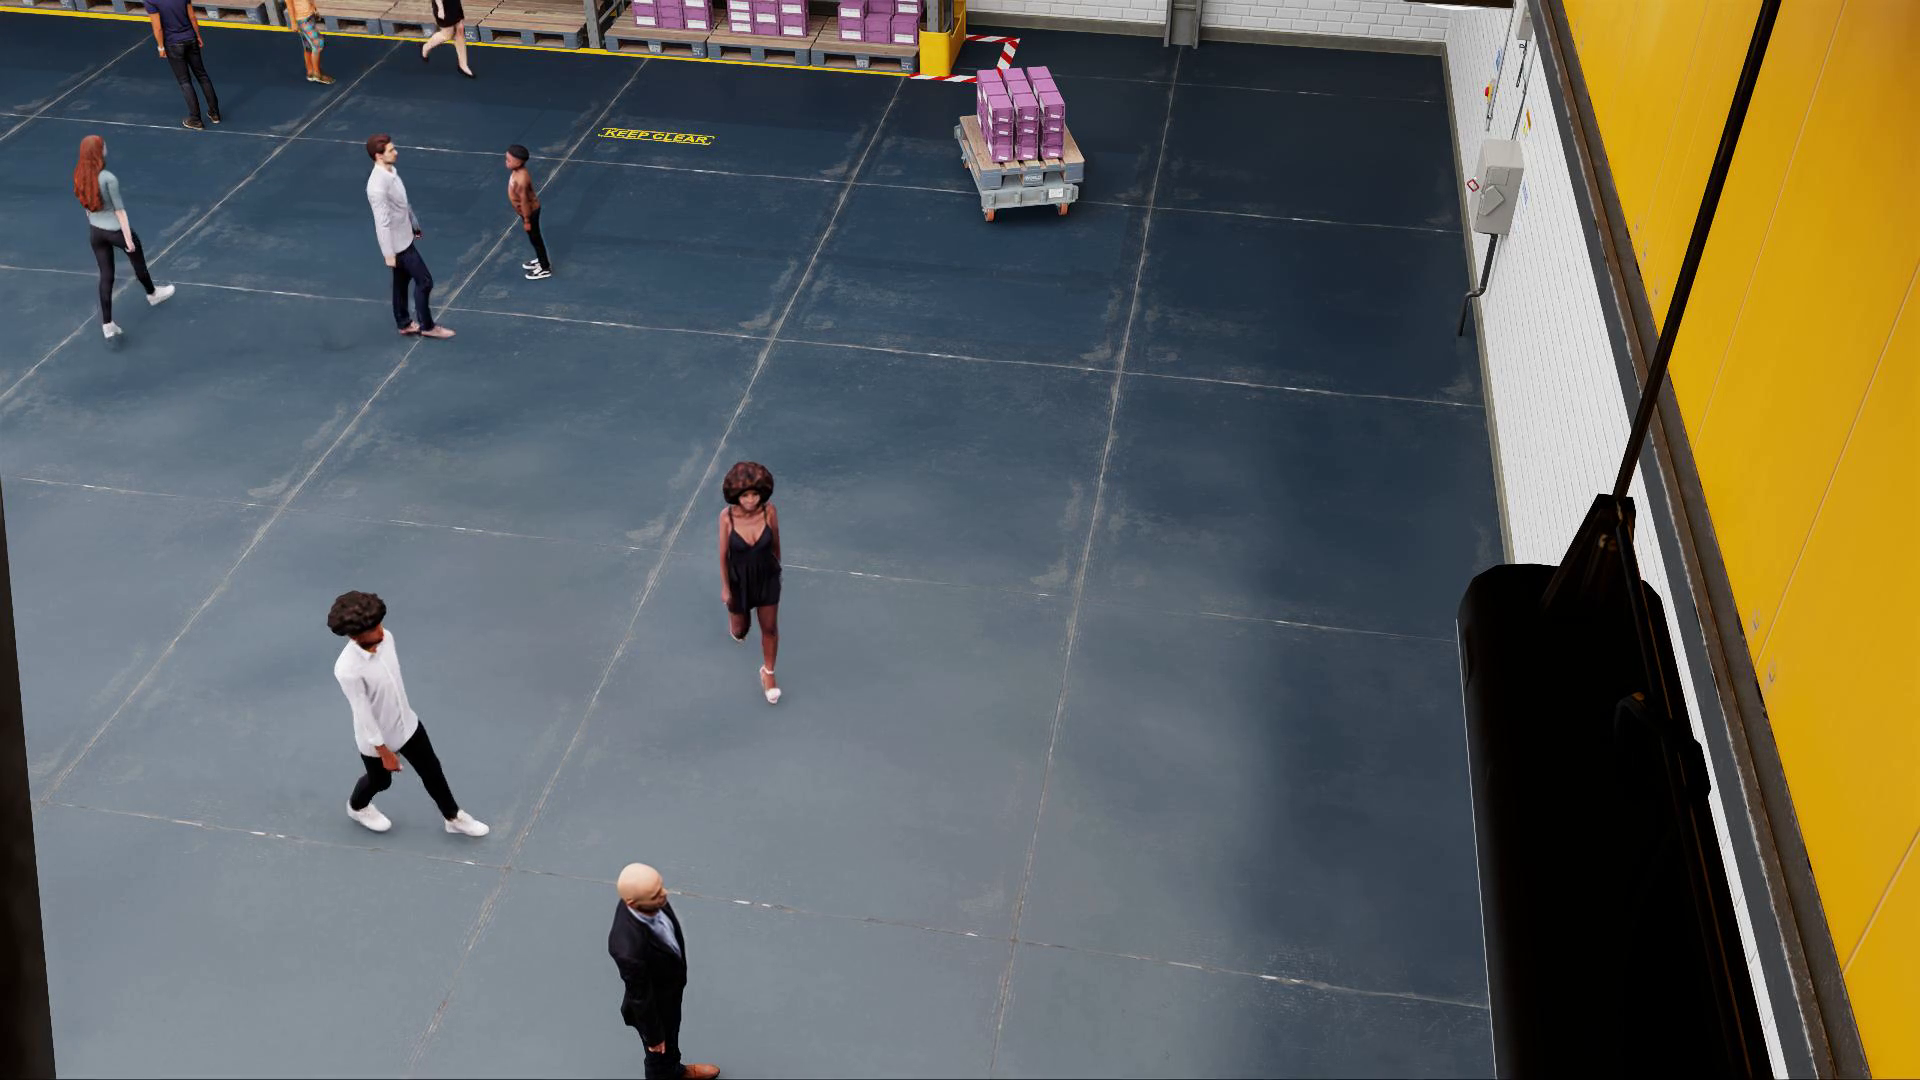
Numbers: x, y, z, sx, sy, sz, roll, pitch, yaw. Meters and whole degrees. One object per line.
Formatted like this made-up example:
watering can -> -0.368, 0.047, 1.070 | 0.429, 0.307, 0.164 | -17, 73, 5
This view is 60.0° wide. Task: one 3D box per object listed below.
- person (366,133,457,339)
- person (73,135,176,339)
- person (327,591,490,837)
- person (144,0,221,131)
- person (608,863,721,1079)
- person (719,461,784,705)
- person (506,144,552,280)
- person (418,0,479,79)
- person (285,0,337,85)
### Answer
person -> -4.761, -2.497, 13.816 | 0.859, 1.836, 0.823 | -5, 39, -6
person -> -7.147, -2.500, 13.932 | 1.140, 1.695, 0.833 | 9, 40, 11
person -> -3.327, 1.049, 9.426 | 1.142, 1.774, 0.767 | 12, 40, 15
person -> -8.039, -5.135, 17.153 | 0.699, 1.793, 0.717 | 26, 45, 29
person -> -1.460, 2.174, 7.996 | 0.620, 1.800, 0.703 | 2, 39, 2
person -> -1.329, 0.222, 10.461 | 0.893, 1.775, 0.860 | -12, 40, -15
person -> -3.847, -2.944, 14.843 | 0.592, 1.252, 0.580 | -11, 40, -13
person -> -5.689, -5.833, 18.157 | 0.855, 1.632, 0.560 | 5, 39, 7
person -> -7.217, -5.686, 18.117 | 0.602, 1.452, 0.578 | 2, 39, 2
